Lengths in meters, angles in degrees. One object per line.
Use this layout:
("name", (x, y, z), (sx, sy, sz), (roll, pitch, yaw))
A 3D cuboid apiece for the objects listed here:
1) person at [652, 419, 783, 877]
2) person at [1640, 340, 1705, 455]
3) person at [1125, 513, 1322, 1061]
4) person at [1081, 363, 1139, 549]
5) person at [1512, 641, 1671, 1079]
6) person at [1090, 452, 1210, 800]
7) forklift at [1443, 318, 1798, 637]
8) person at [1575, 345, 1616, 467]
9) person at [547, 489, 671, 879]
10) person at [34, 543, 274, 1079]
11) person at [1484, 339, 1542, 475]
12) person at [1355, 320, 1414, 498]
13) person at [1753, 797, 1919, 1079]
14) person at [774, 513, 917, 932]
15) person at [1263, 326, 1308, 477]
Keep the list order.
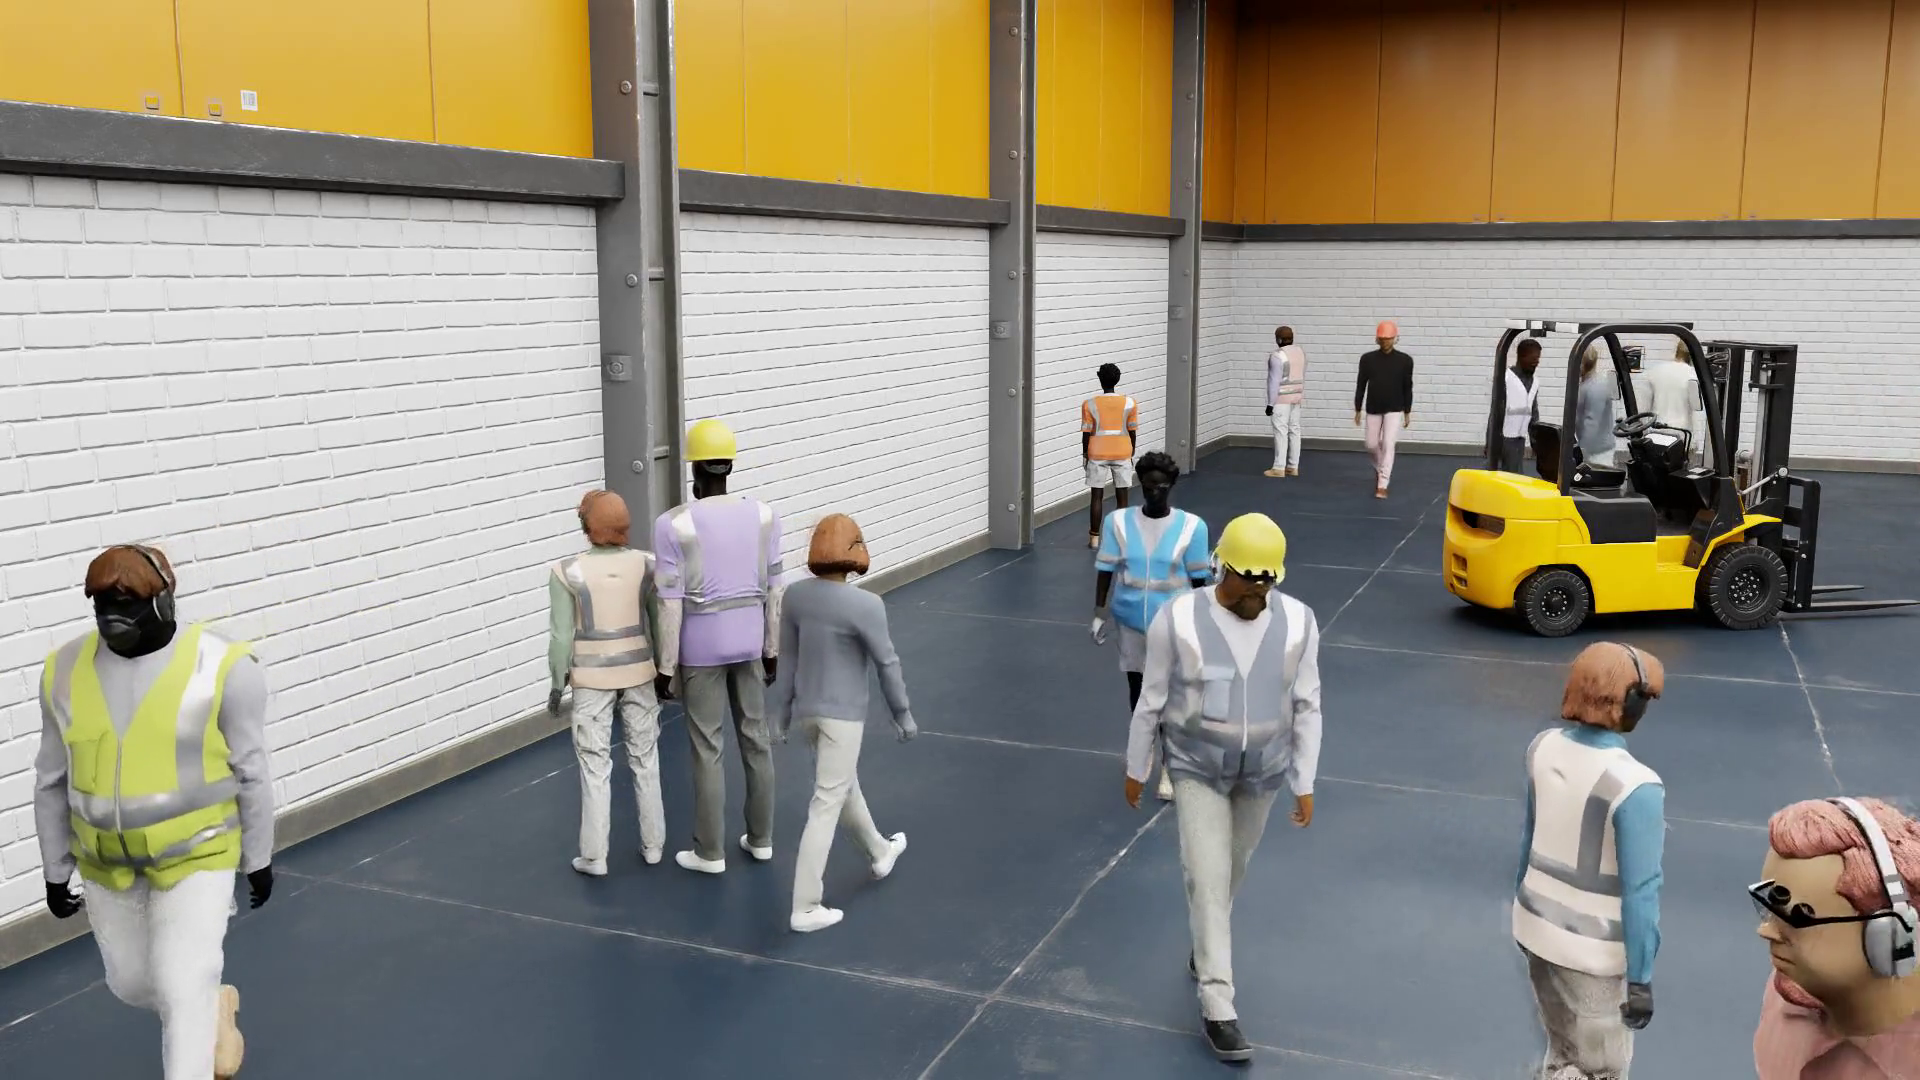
("person", (-1.028, 0.454, 7.034), (0.590, 1.926, 0.388), (-7, 11, -35))
("person", (6.906, -1.046, 16.289), (0.943, 1.887, 0.681), (-5, 11, -29))
("person", (0.898, 0.762, 5.668), (0.625, 1.768, 0.926), (-1, 9, -7))
("person", (1.350, -0.752, 15.064), (0.531, 1.694, 0.320), (0, 9, -2))
("person", (1.530, 1.059, 4.311), (0.567, 1.616, 0.560), (-2, 10, -14))
("person", (0.908, 0.412, 8.072), (0.552, 1.673, 0.730), (3, 10, 18))
("forklift", (4.706, -0.497, 11.990), (2.313, 2.155, 1.214), (-2, 10, -10))
("person", (5.439, -0.770, 14.563), (0.950, 1.886, 0.633), (1, 9, 5))
("person", (-1.471, 0.606, 7.004), (0.533, 1.634, 0.321), (-5, 11, -27))
("person", (-2.280, 0.882, 4.806), (0.630, 1.818, 0.783), (0, 9, 1))
("person", (5.180, -0.912, 15.417), (0.623, 1.887, 0.644), (-7, 12, -38))
("person", (4.748, -1.480, 18.616), (0.631, 1.973, 0.800), (4, 10, 22))
("person", (1.419, 1.264, 2.437), (0.959, 1.839, 0.668), (1, 9, 4))
("person", (-0.433, 0.685, 6.603), (0.518, 1.591, 0.842), (8, 12, 39))
("person", (3.941, -1.681, 20.246), (0.619, 1.839, 0.430), (-8, 12, -39))
